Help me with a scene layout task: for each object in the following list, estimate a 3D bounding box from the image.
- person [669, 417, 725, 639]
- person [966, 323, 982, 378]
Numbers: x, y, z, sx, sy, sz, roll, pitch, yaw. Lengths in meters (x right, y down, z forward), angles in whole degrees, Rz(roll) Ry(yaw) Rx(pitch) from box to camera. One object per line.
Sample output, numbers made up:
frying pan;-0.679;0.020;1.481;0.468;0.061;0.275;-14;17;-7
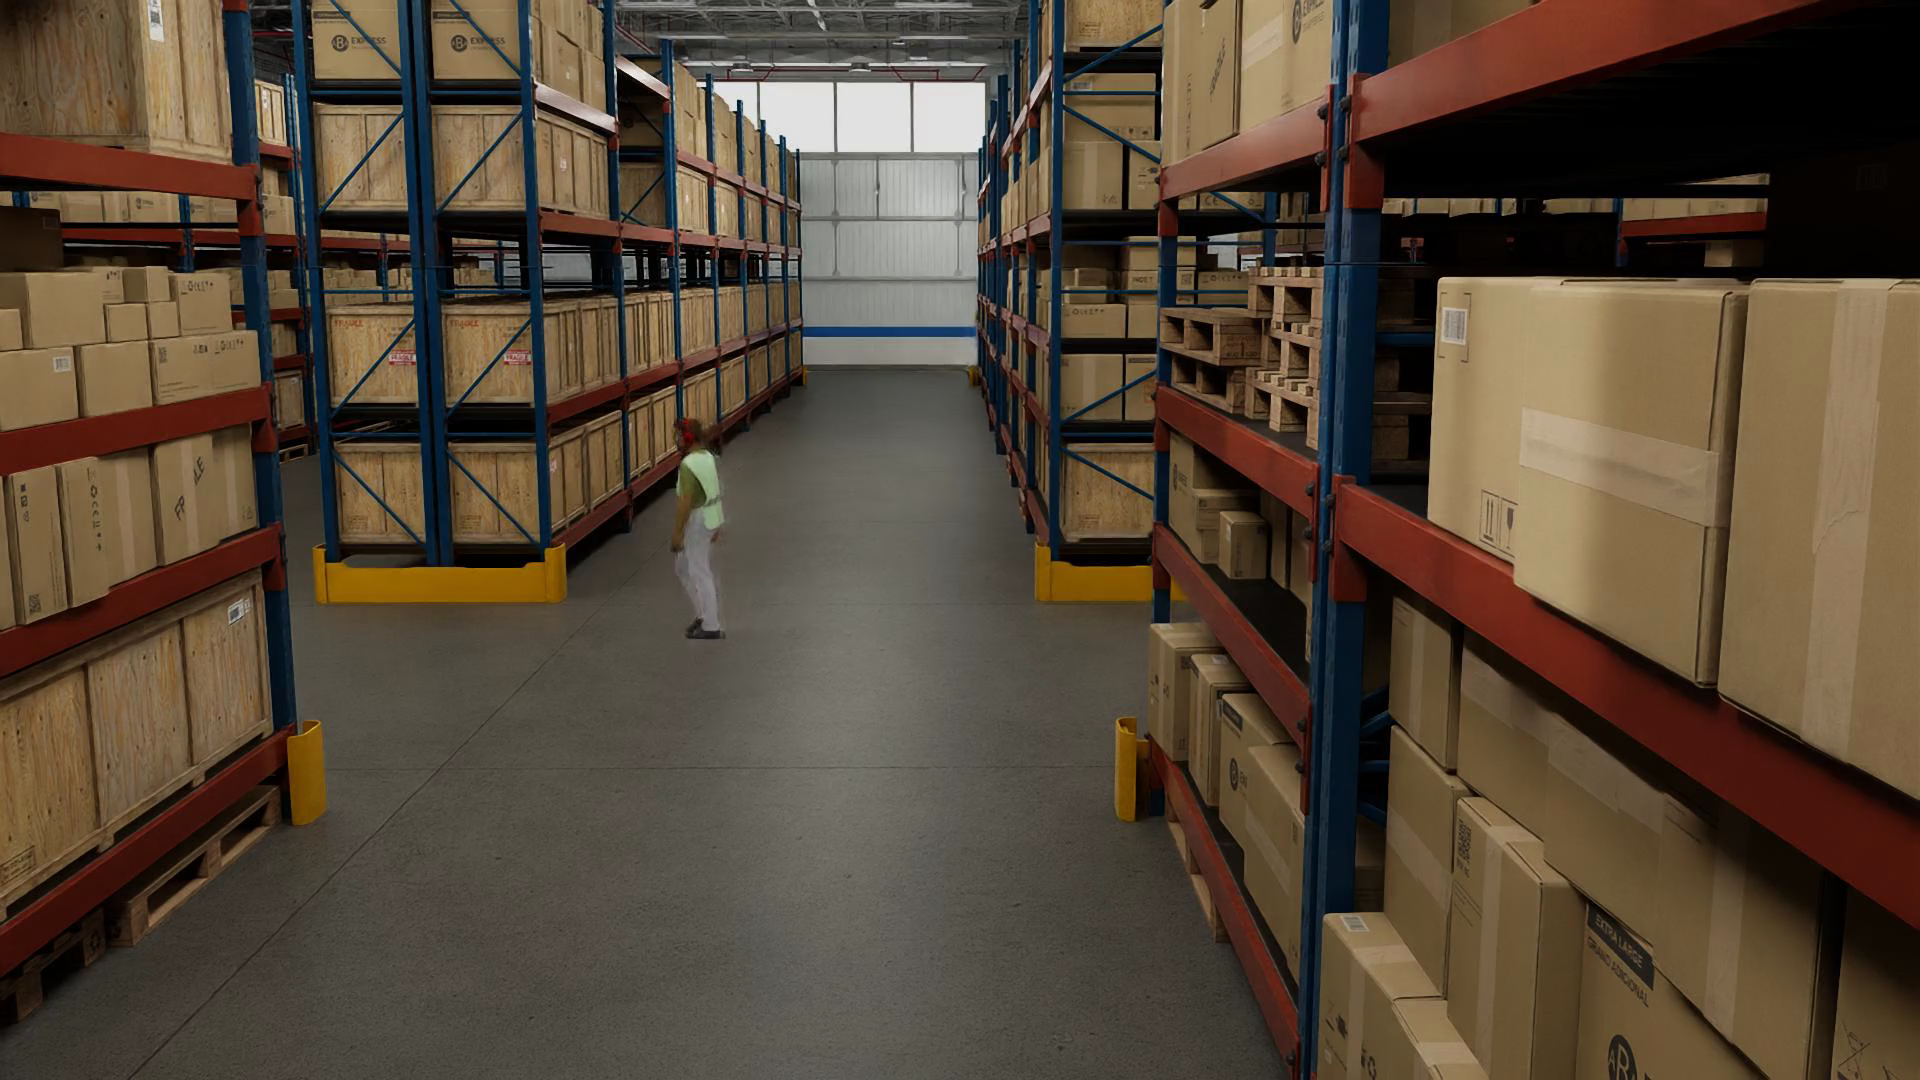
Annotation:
person;-2.180;-0.086;13.595;0.498;1.827;0.563;1;9;5
person;0.548;-5.160;44.416;0.646;1.927;0.641;0;9;2
